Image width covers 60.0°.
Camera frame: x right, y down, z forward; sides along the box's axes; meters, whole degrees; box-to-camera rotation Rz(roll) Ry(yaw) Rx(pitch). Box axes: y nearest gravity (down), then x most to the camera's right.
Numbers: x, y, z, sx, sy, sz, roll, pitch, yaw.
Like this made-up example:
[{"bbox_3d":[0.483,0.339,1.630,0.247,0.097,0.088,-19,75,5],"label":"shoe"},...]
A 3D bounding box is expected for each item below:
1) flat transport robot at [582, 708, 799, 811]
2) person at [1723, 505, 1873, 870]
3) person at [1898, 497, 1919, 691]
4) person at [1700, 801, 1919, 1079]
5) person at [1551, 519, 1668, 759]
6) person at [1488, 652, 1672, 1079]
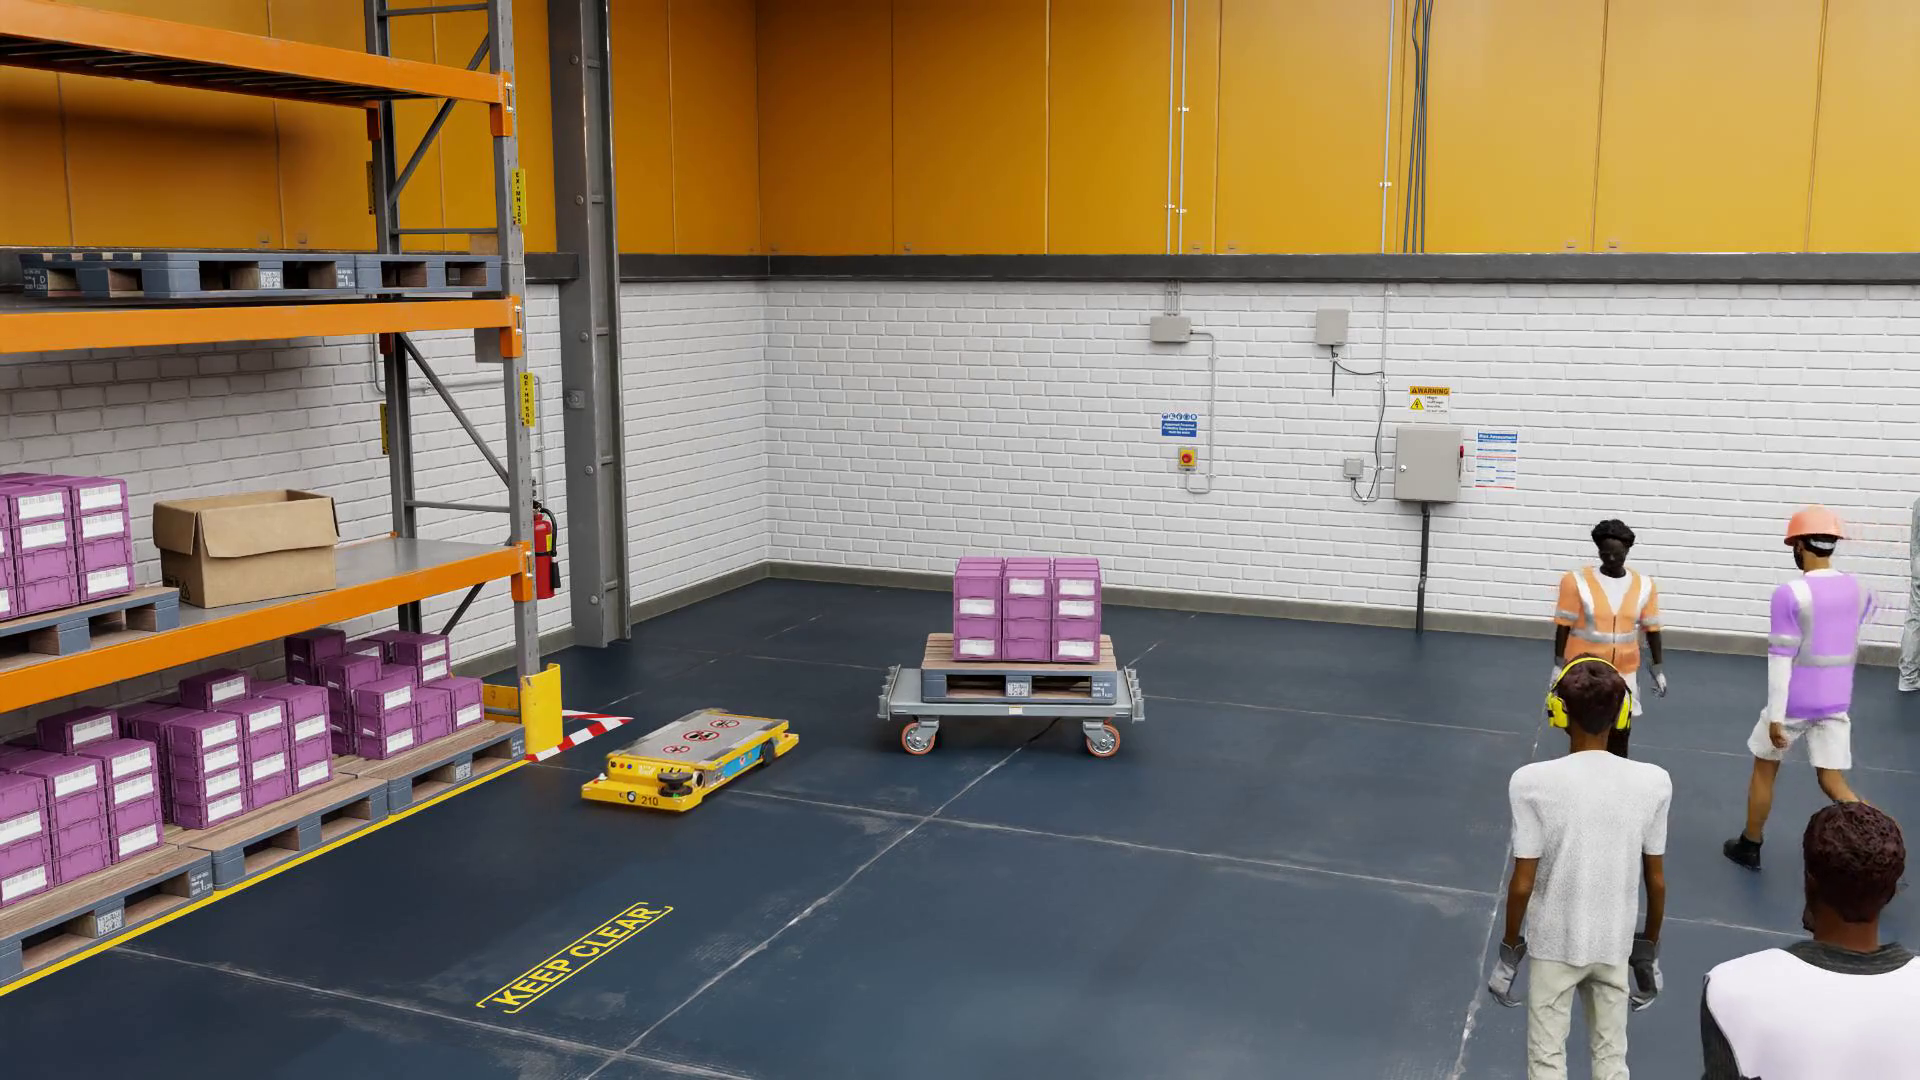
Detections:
[{"bbox_3d":[-1.570,1.278,9.891,0.652,0.197,1.431,4,10,21],"label":"flat transport robot"},{"bbox_3d":[4.172,0.789,8.040,0.545,1.886,0.905,-2,10,-10],"label":"person"},{"bbox_3d":[6.870,0.247,11.682,0.288,1.746,0.487,-1,9,-7],"label":"person"},{"bbox_3d":[1.851,1.514,3.553,0.596,1.893,0.372,1,9,4],"label":"person"},{"bbox_3d":[3.525,0.710,9.043,0.602,1.684,0.340,0,9,-1],"label":"person"},{"bbox_3d":[1.893,1.273,5.105,0.535,1.864,0.309,0,9,-3],"label":"person"}]
